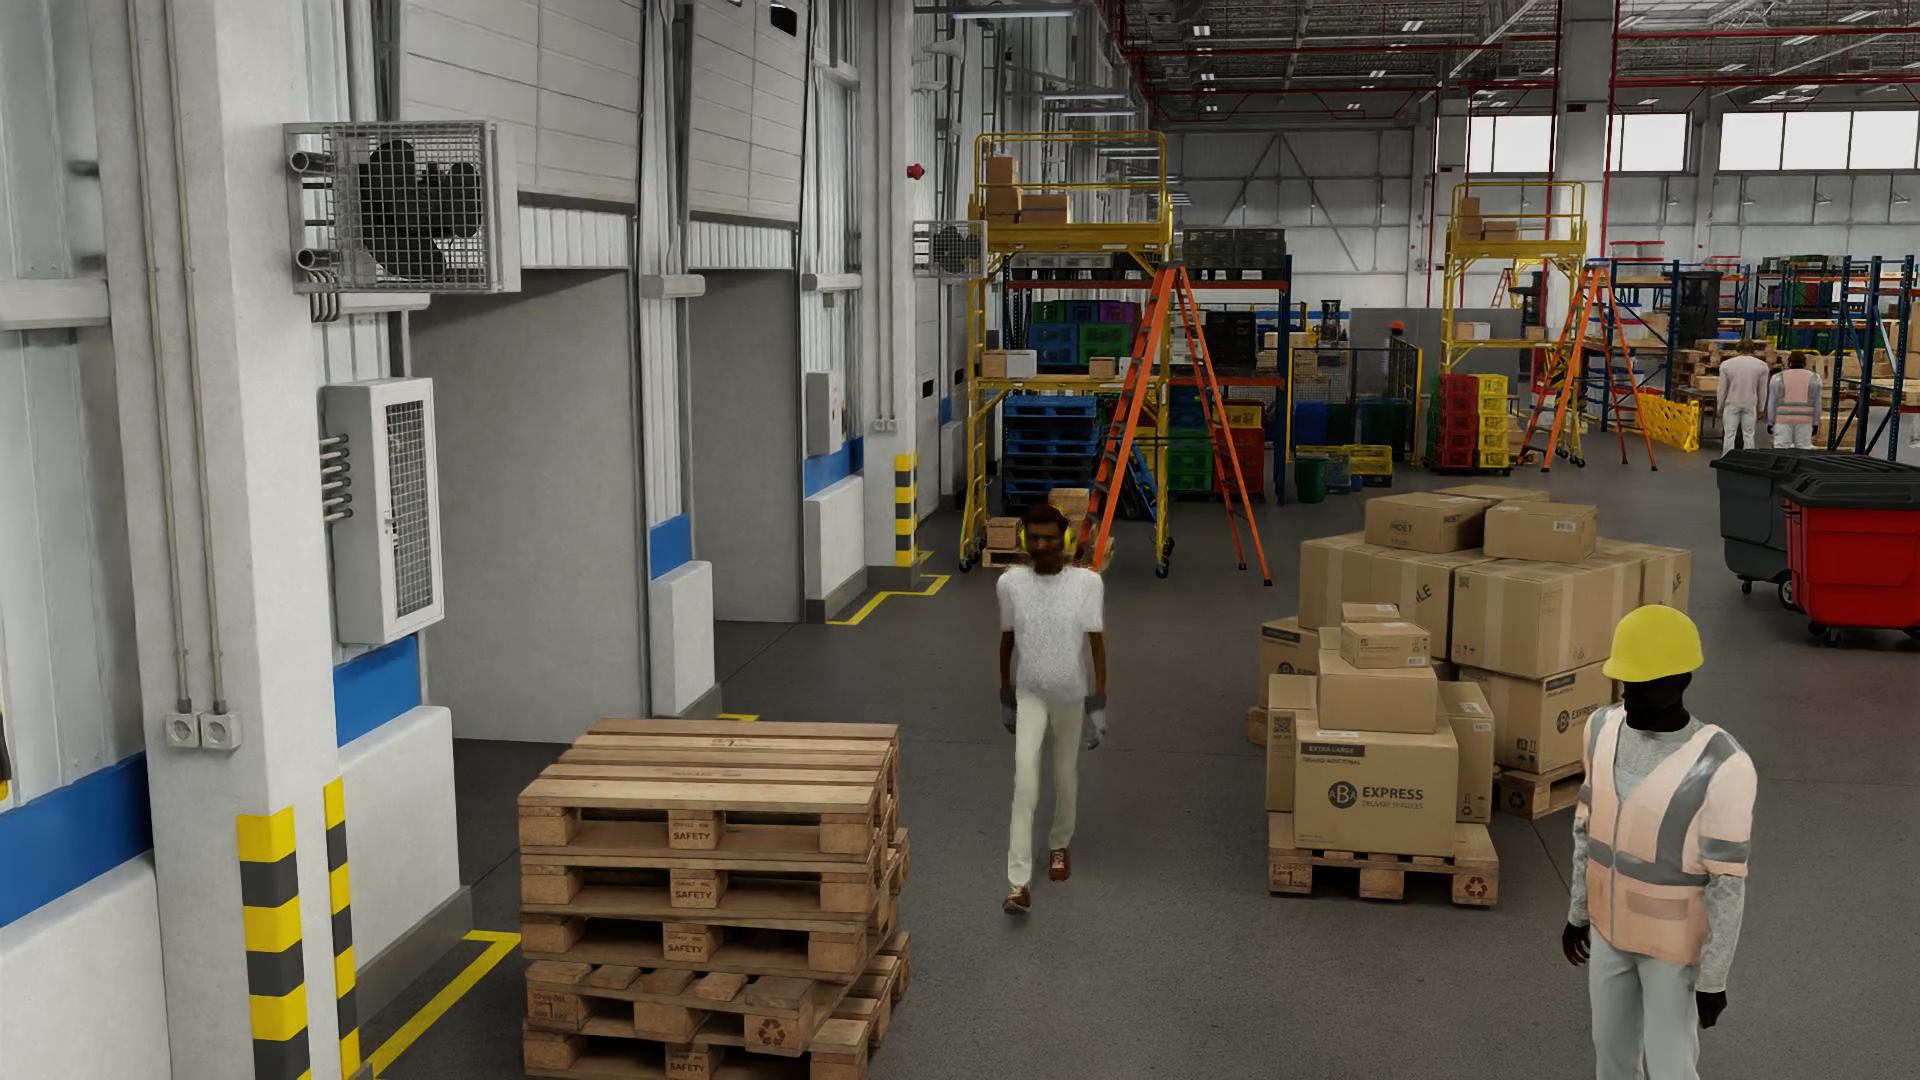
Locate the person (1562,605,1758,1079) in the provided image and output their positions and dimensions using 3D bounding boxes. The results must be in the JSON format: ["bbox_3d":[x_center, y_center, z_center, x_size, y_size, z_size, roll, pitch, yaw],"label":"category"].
[{"bbox_3d":[1.975,1.124,4.802,0.395,1.918,0.585,-4,10,-23],"label":"person"}]

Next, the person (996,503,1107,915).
[{"bbox_3d":[0.405,0.742,7.459,0.516,1.821,0.979,1,9,6],"label":"person"}]

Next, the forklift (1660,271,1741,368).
[{"bbox_3d":[21.211,-6.265,47.408,1.873,2.768,1.129,-3,10,-17],"label":"forklift"}]

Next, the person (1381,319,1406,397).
[{"bbox_3d":[8.141,-3.228,31.613,0.593,1.924,0.544,3,10,17],"label":"person"}]

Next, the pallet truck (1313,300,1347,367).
[{"bbox_3d":[11.159,-6.200,49.718,0.823,1.965,1.885,4,10,26],"label":"pallet truck"}]

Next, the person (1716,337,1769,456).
[{"bbox_3d":[10.822,-1.838,23.044,0.633,1.933,0.369,2,10,15],"label":"person"}]

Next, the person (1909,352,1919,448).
[{"bbox_3d":[15.519,-2.339,26.723,0.323,1.736,0.488,4,10,25],"label":"person"}]

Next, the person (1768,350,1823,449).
[{"bbox_3d":[10.611,-1.492,21.182,0.624,1.840,0.429,4,10,21],"label":"person"}]

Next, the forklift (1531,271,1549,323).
[{"bbox_3d":[14.835,-5.369,41.877,1.873,2.768,1.129,-6,11,-35],"label":"forklift"}]
